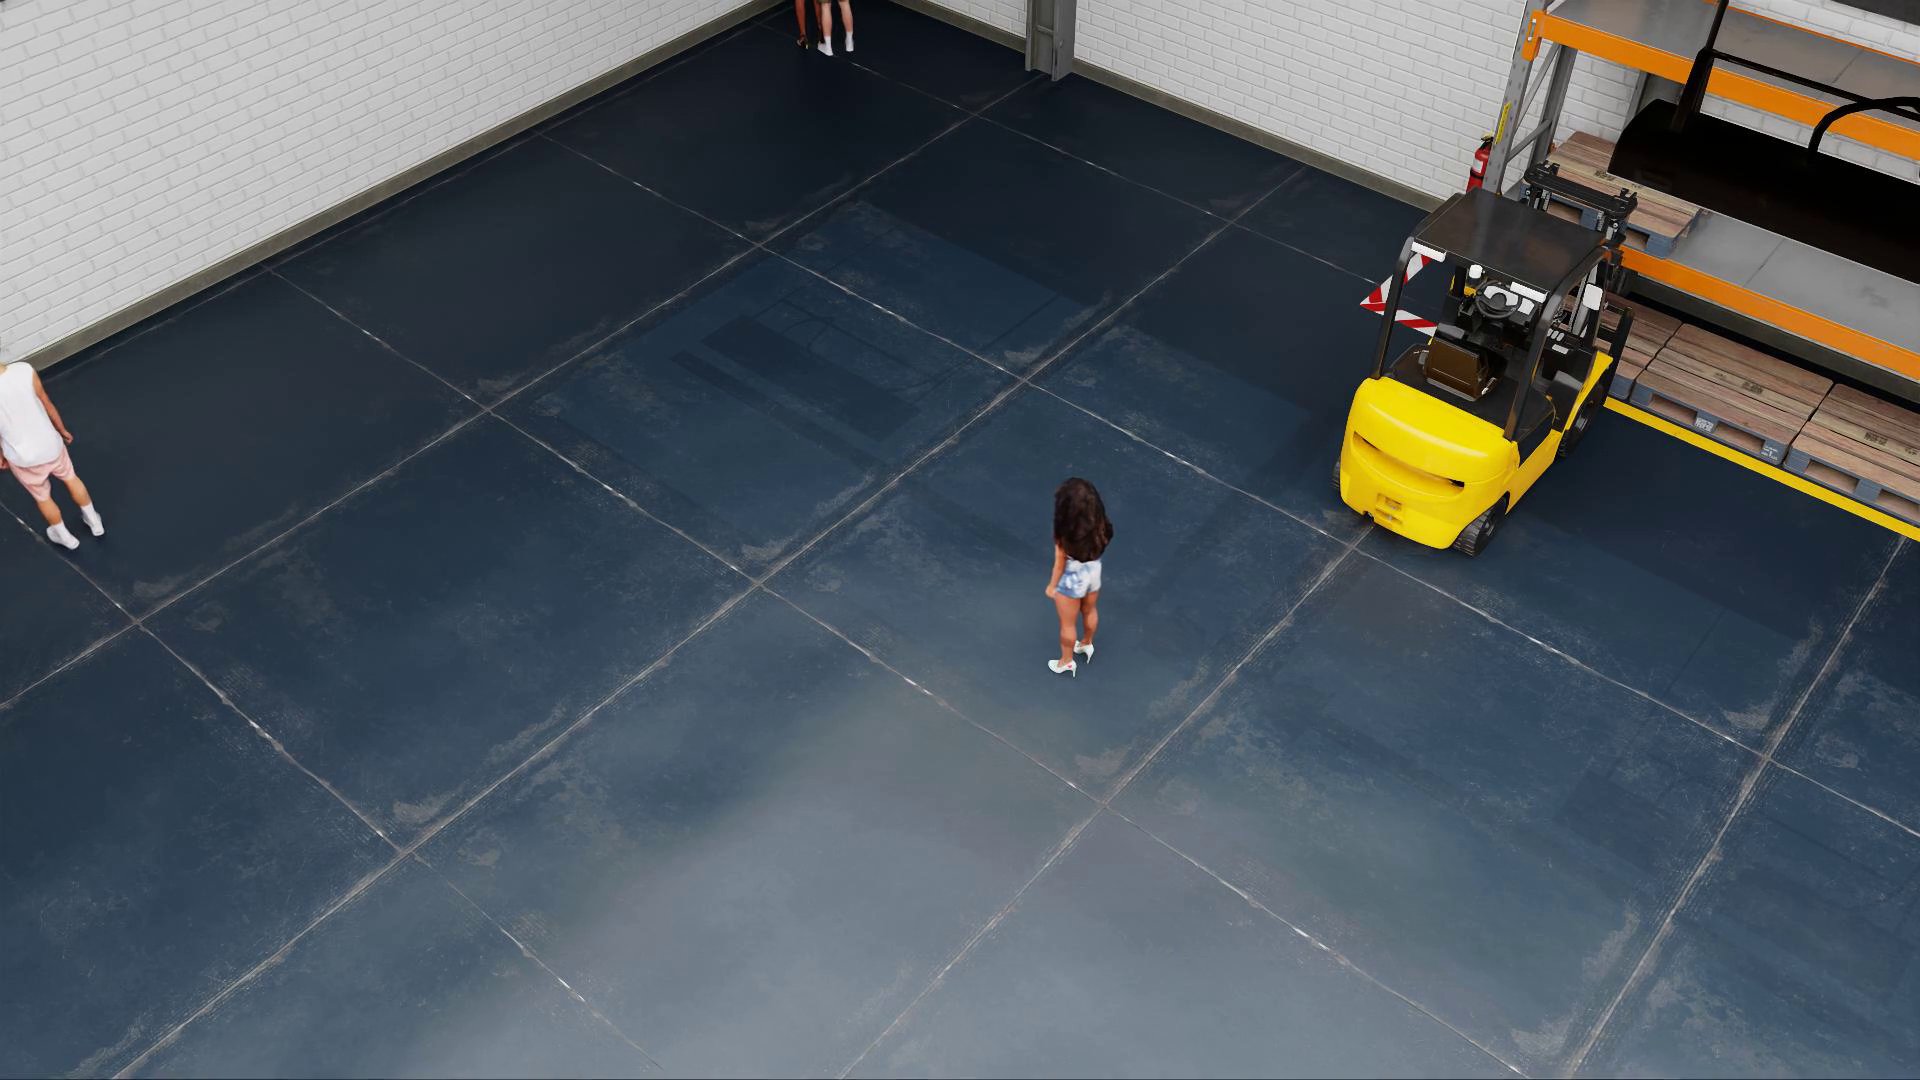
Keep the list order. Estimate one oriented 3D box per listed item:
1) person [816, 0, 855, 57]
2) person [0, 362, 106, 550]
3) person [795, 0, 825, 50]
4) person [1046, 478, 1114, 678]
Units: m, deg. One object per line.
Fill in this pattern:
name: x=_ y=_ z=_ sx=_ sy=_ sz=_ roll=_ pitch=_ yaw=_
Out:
person: x=-1.297 y=-5.779 z=16.754 sx=0.717 sy=1.841 sz=0.740 roll=-14 pitch=45 yaw=-14
person: x=-6.340 y=-0.658 z=11.375 sx=0.582 sy=1.785 sz=0.664 roll=33 pitch=53 yaw=30
person: x=-1.565 y=-5.831 z=16.798 sx=0.680 sy=1.794 sz=0.712 roll=-11 pitch=45 yaw=-12
person: x=0.740 y=0.247 z=10.550 sx=0.580 sy=1.613 sz=0.585 roll=-34 pitch=53 yaw=-30
